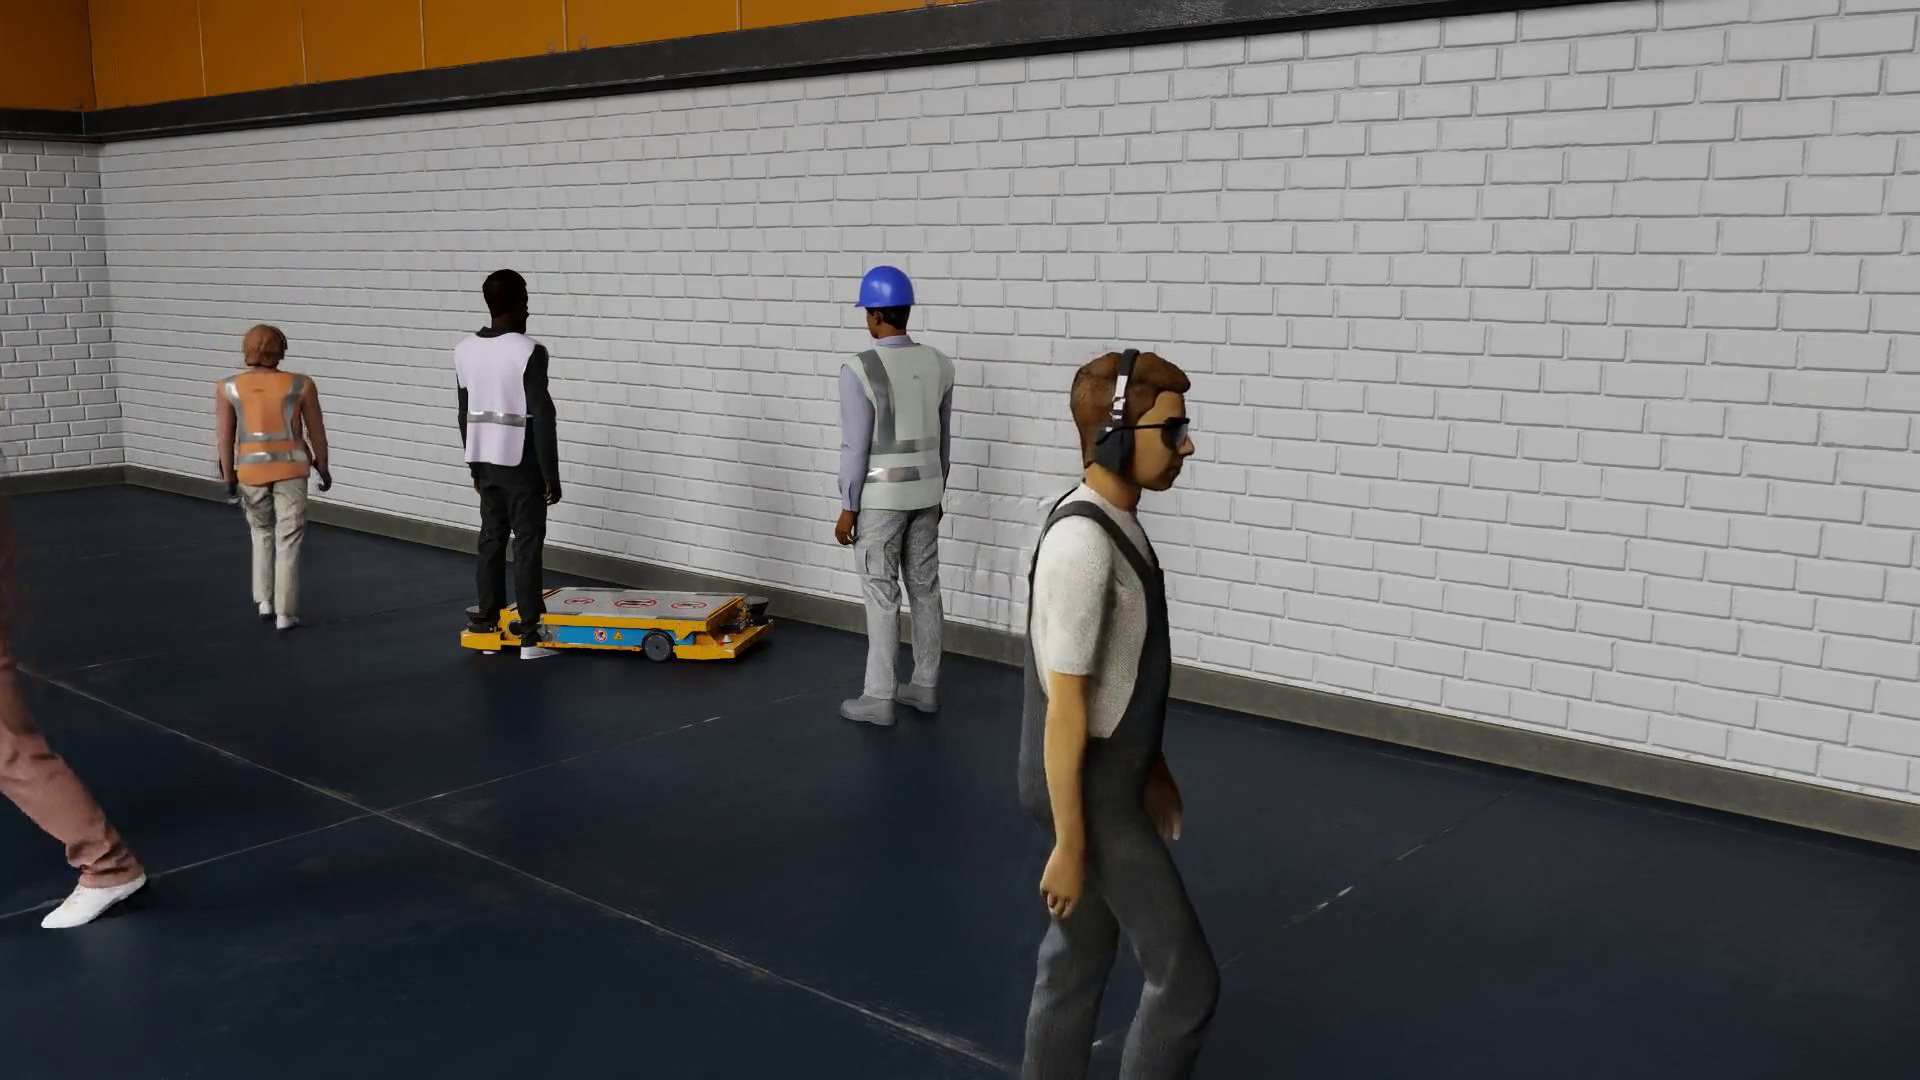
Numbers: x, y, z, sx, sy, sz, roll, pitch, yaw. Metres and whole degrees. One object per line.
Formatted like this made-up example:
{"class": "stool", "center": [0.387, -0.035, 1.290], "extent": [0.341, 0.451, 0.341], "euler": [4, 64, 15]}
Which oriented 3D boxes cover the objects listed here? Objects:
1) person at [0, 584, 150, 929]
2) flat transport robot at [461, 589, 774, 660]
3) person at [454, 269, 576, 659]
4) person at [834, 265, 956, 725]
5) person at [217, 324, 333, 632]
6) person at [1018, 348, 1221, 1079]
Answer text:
{"class": "person", "center": [-2.893, 0.274, 4.754], "extent": [0.974, 1.870, 0.660], "euler": [-7, 12, -34]}
{"class": "flat transport robot", "center": [-1.730, 0.412, 8.469], "extent": [1.431, 0.197, 0.652], "euler": [2, 10, 11]}
{"class": "person", "center": [-2.223, -0.366, 8.210], "extent": [0.593, 1.920, 0.391], "euler": [5, 11, 29]}
{"class": "person", "center": [-0.281, -0.186, 7.101], "extent": [0.383, 1.949, 0.605], "euler": [10, 14, 44]}
{"class": "person", "center": [-3.644, -0.336, 8.890], "extent": [0.518, 1.618, 0.565], "euler": [-1, 10, -8]}
{"class": "person", "center": [0.370, 0.532, 3.367], "extent": [0.612, 1.827, 0.529], "euler": [1, 10, 4]}
